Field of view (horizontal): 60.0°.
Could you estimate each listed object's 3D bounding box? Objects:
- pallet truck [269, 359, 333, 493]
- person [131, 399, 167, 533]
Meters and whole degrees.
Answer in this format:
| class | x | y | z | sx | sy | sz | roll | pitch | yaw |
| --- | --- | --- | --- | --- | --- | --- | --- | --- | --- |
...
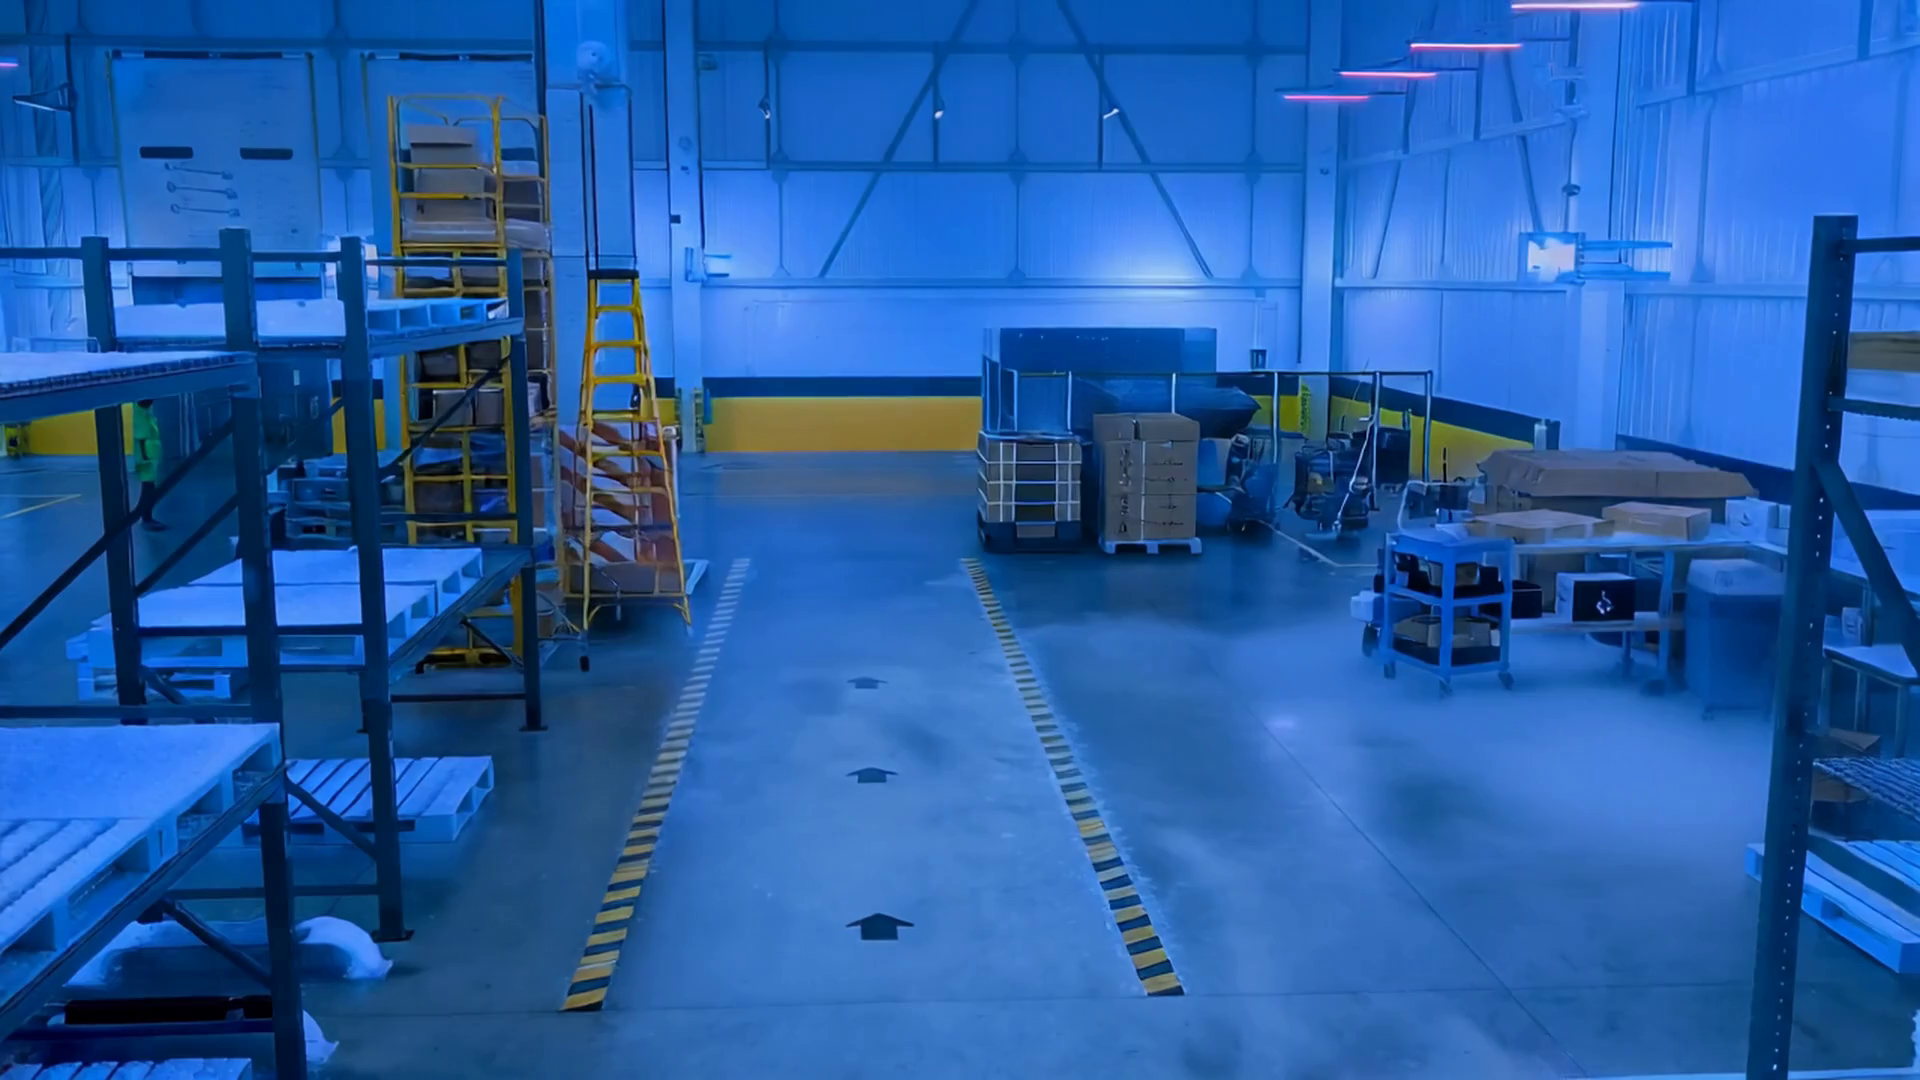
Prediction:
| class | x | y | z | sx | sy | sz | roll | pitch | yaw |
| --- | --- | --- | --- | --- | --- | --- | --- | --- | --- |
| pallet truck | -7.062 | -1.131 | 18.996 | 1.885 | 1.965 | 0.823 | 2 | 9 | 13 |
| person | -9.106 | -0.923 | 18.632 | 0.318 | 1.698 | 0.533 | -3 | 10 | -21 |
